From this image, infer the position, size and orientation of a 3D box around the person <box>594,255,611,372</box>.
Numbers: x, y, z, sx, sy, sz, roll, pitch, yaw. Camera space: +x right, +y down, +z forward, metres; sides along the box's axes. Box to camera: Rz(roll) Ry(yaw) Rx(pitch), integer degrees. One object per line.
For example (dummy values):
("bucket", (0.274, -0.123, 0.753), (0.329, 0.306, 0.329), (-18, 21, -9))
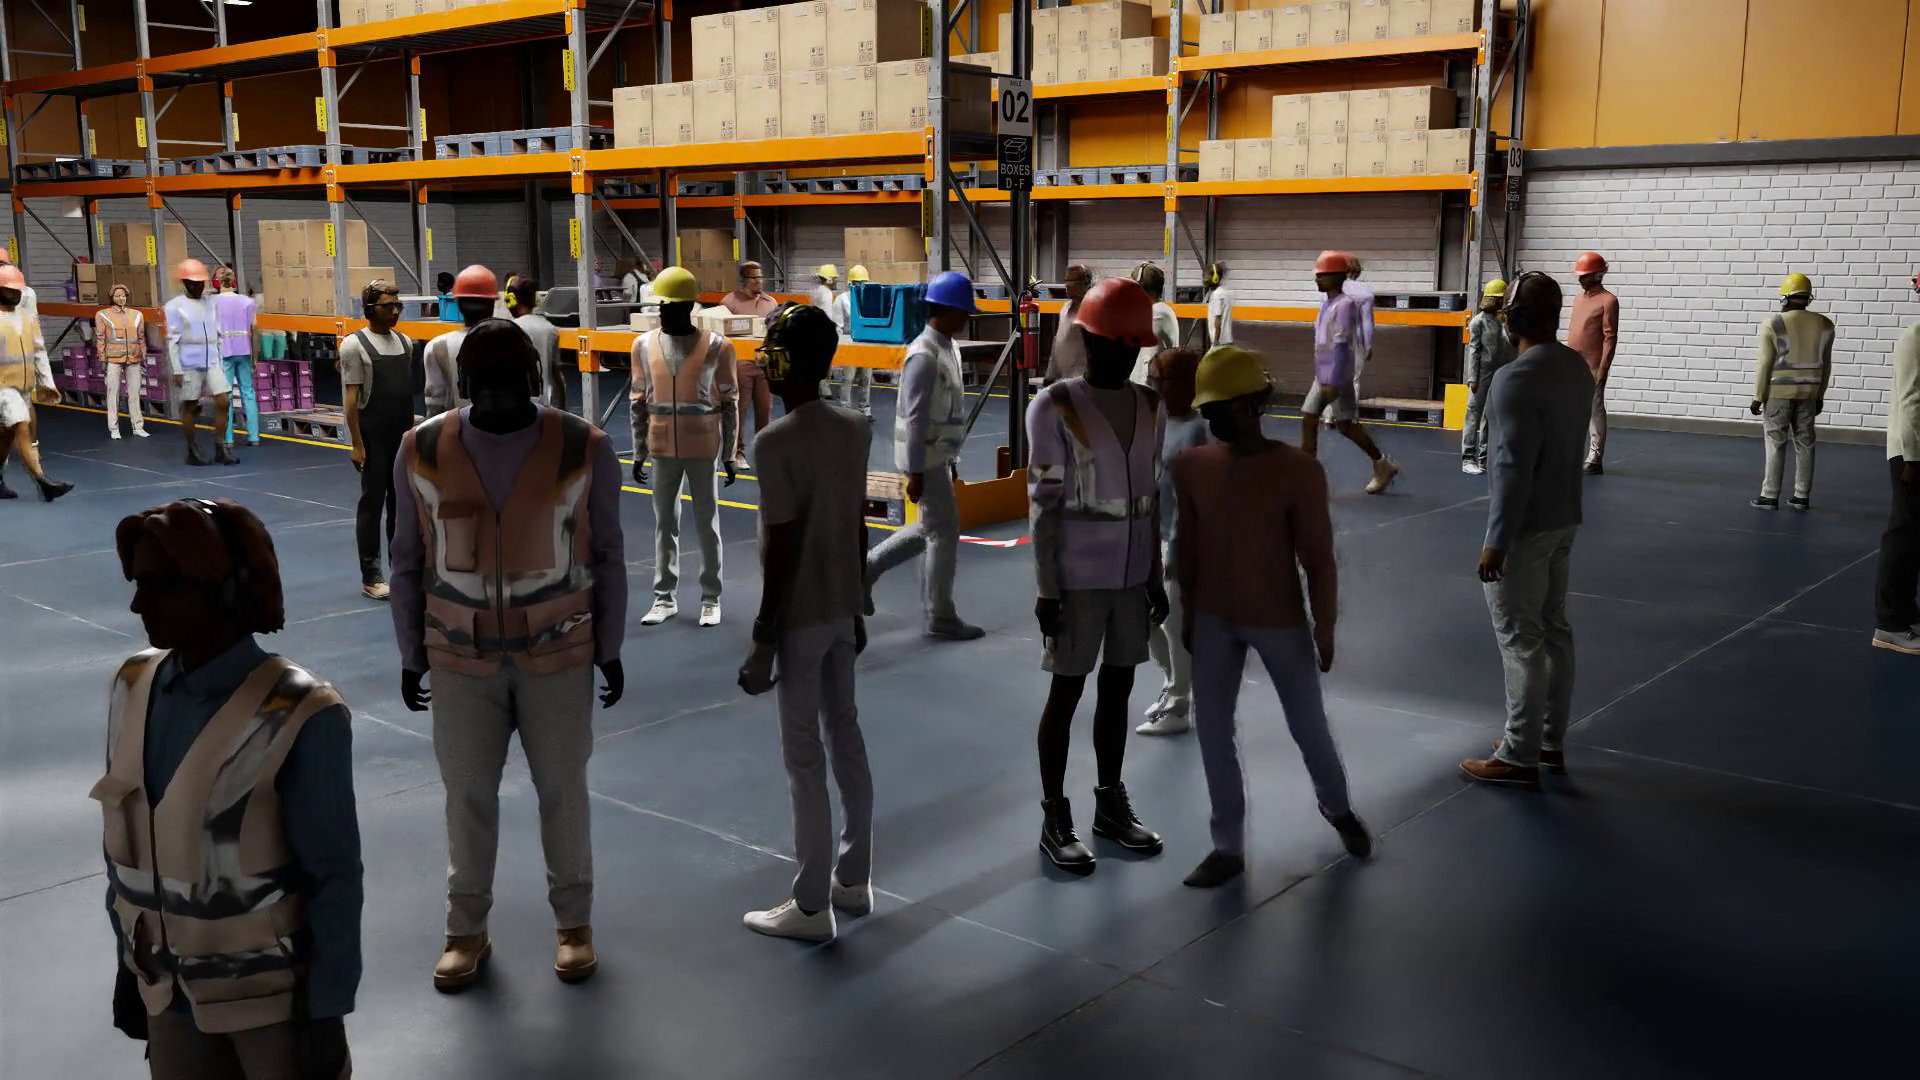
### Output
("person", (-5.970, -3.713, 27.302), (0.400, 1.907, 0.645), (-5, 11, -25))

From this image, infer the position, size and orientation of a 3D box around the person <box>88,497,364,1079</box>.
("person", (-1.179, 0.739, 2.712), (0.514, 1.642, 0.310), (5, 11, 24))

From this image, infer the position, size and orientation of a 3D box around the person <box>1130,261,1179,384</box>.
("person", (1.244, -0.828, 10.797), (0.376, 1.937, 0.629), (2, 10, 14))

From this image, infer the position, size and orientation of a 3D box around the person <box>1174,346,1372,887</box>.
("person", (0.979, 0.234, 5.338), (0.549, 1.735, 0.688), (6, 12, 33))

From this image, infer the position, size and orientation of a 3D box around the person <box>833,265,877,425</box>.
("person", (-1.158, -2.209, 18.954), (0.600, 1.829, 0.404), (-7, 12, -36))

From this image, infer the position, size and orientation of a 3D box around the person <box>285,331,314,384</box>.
("person", (-9.099, -2.924, 22.795), (0.391, 1.914, 0.587), (2, 10, 11))

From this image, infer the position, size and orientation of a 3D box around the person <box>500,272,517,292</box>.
("person", (-8.034, -4.024, 29.967), (0.516, 1.585, 0.880), (-7, 12, -35))

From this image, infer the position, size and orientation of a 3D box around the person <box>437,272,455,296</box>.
("person", (-6.969, -2.803, 22.714), (0.322, 1.697, 0.533), (-2, 10, -10))

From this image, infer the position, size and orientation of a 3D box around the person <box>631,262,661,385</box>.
("person", (-4.317, -3.011, 23.532), (0.590, 1.823, 0.998), (-9, 13, -42))

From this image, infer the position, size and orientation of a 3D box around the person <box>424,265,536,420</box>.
("person", (-2.473, -0.452, 8.653), (0.552, 1.933, 0.378), (-2, 10, -10))

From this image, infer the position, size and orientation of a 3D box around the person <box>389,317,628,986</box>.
("person", (-1.231, 0.314, 4.566), (0.632, 1.840, 0.429), (-1, 10, -8))

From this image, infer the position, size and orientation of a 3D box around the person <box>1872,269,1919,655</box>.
("person", (4.865, -0.433, 8.378), (0.375, 1.995, 0.611), (9, 13, 42))

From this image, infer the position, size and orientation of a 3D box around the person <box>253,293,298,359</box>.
("person", (-9.074, -2.694, 21.998), (0.524, 1.725, 0.541), (9, 14, 42))

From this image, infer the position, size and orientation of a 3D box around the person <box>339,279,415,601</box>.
("person", (-3.329, -0.582, 9.652), (0.333, 1.843, 0.514), (5, 11, 26))

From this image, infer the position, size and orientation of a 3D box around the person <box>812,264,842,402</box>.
("person", (-1.741, -2.697, 21.762), (0.419, 1.815, 0.616), (-3, 10, -15))

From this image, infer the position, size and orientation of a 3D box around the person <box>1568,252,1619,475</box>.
("person", (5.617, -1.576, 14.908), (0.388, 1.987, 0.608), (-3, 10, -15))

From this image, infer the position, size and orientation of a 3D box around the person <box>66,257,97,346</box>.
("person", (-13.141, -3.324, 25.134), (0.572, 1.884, 0.741), (-7, 12, -34))

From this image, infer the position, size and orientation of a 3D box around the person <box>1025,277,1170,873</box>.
("person", (0.476, 0.112, 5.460), (0.542, 1.930, 0.366), (-7, 12, -34))

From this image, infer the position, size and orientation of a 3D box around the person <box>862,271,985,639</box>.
("person", (-0.243, -0.436, 8.633), (0.734, 1.912, 0.612), (1, 10, 8))

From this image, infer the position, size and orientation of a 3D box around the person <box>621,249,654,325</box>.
("person", (-5.028, -3.603, 26.295), (0.753, 2.000, 0.690), (10, 14, 43))

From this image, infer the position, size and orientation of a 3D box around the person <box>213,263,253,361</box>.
("person", (-11.376, -3.434, 26.079), (0.992, 1.788, 0.639), (10, 14, 43))

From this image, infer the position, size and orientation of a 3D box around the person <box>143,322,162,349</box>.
("person", (-12.413, -3.406, 25.413), (0.603, 1.948, 0.635), (-7, 12, -34))

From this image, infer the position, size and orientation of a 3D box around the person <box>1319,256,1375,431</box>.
("person", (4.266, -2.157, 18.377), (0.630, 1.931, 0.356), (7, 12, 34))

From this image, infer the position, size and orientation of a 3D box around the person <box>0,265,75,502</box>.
("person", (-7.524, -1.239, 13.292), (1.004, 1.881, 0.542), (3, 10, 18))

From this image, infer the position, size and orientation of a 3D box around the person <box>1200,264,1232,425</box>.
("person", (2.900, -2.234, 19.076), (0.554, 1.845, 0.621), (3, 10, 17))

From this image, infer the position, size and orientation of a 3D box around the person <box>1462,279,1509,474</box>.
("person", (4.776, -1.464, 14.961), (0.487, 1.744, 0.312), (-6, 11, -29))

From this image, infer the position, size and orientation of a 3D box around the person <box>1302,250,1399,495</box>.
("person", (3.119, -1.346, 13.543), (0.956, 2.016, 0.613), (-2, 10, -9))

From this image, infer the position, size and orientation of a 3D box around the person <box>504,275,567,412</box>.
("person", (-2.837, -0.804, 10.937), (0.534, 1.844, 0.768), (7, 12, 35))

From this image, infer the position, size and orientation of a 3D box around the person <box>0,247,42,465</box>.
("person", (-8.941, -1.720, 15.570), (0.607, 2.044, 0.378), (-8, 13, -39))

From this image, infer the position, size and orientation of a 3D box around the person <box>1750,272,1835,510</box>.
("person", (6.414, -1.143, 12.877), (0.591, 1.834, 0.404), (-1, 10, -3))

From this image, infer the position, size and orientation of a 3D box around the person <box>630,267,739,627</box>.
("person", (-1.476, -0.488, 8.887), (0.591, 1.923, 0.381), (2, 10, 9))

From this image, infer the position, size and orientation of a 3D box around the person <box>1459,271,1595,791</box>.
("person", (2.141, -0.031, 6.251), (0.351, 1.936, 0.635), (9, 13, 42))

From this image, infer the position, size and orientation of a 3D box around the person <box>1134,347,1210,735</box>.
("person", (0.854, 0.016, 6.878), (0.334, 1.620, 0.511), (-3, 10, -16))

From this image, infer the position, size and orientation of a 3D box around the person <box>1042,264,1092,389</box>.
("person", (0.900, -1.367, 14.002), (0.707, 1.887, 0.651), (-3, 10, -18))

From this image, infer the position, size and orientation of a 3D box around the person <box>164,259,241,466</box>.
("person", (-6.972, -1.615, 15.320), (0.724, 1.909, 0.575), (6, 12, 33))

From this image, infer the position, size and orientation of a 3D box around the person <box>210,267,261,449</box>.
("person", (-7.352, -1.834, 16.813), (0.390, 1.836, 0.564), (8, 13, 40))

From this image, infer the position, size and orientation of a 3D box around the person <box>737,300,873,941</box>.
("person", (-0.451, 0.242, 4.884), (0.327, 1.874, 0.517), (6, 12, 32))

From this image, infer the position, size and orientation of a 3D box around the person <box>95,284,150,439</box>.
("person", (-8.923, -1.897, 17.724), (0.307, 1.641, 0.511), (8, 13, 40))

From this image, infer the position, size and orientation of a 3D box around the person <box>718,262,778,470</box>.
("person", (-1.904, -1.590, 15.251), (0.645, 1.900, 0.403), (-8, 13, -38))
